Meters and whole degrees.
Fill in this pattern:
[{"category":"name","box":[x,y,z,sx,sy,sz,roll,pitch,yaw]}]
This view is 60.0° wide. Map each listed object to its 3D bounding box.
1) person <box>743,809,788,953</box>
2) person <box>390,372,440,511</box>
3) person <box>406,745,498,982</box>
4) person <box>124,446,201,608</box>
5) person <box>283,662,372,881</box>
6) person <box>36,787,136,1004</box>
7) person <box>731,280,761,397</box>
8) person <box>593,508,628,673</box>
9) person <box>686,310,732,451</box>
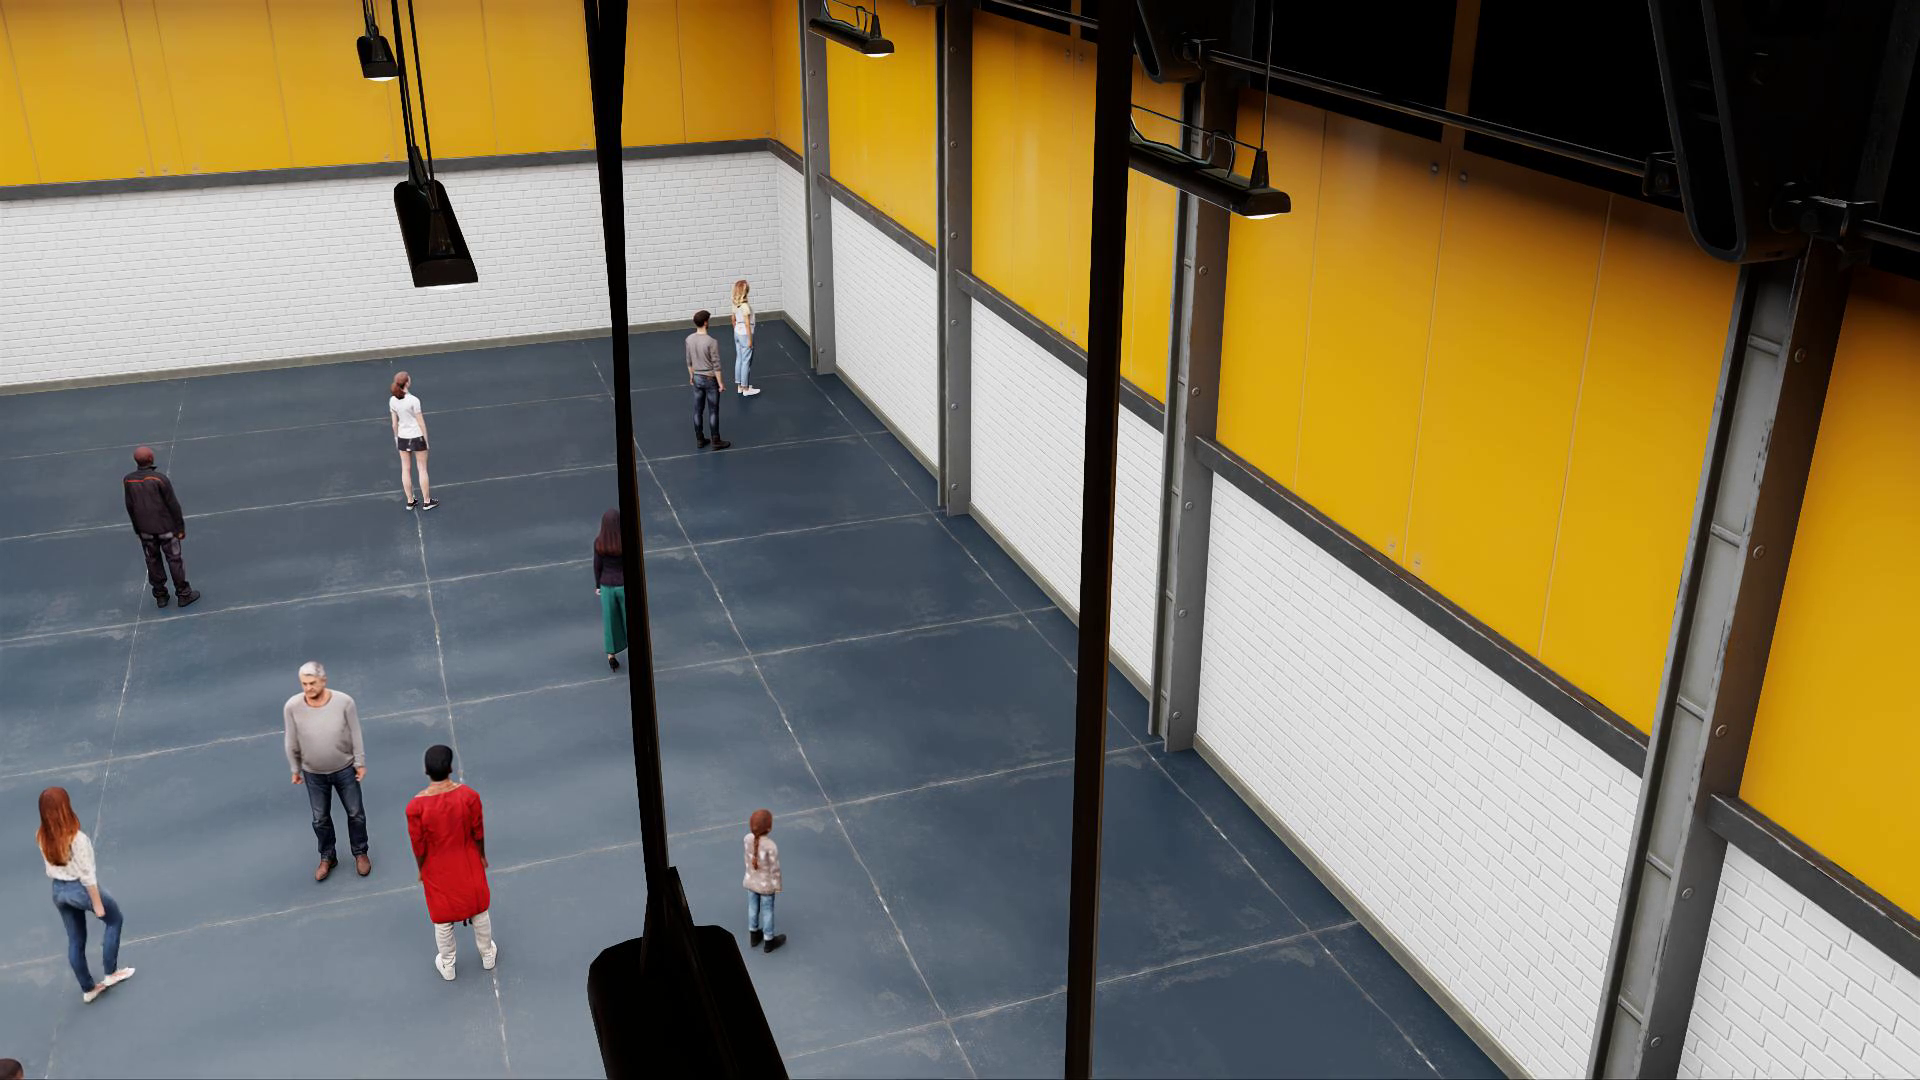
[{"category":"person","box":[-1.499,2.550,12.507,0.539,1.195,0.609,13,27,28]},{"category":"person","box":[-6.745,-1.220,20.435,0.661,1.752,0.690,3,24,7]},{"category":"person","box":[-3.694,2.342,12.123,0.686,1.884,0.598,-10,26,-22]},{"category":"person","box":[-8.641,-0.150,17.897,0.775,1.825,0.718,-1,24,-3]},{"category":"person","box":[-5.046,1.811,13.303,0.765,1.910,0.661,-5,24,-11]},{"category":"person","box":[-6.331,2.564,11.821,0.737,1.719,0.783,6,24,13]},{"category":"person","box":[-3.192,-2.994,24.532,0.739,1.722,0.562,-15,28,-31]},{"category":"person","box":[-3.391,0.500,16.518,0.704,1.739,0.687,3,24,6]},{"category":"person","box":[-3.426,-2.148,22.368,0.760,1.904,0.825,11,26,24]}]
